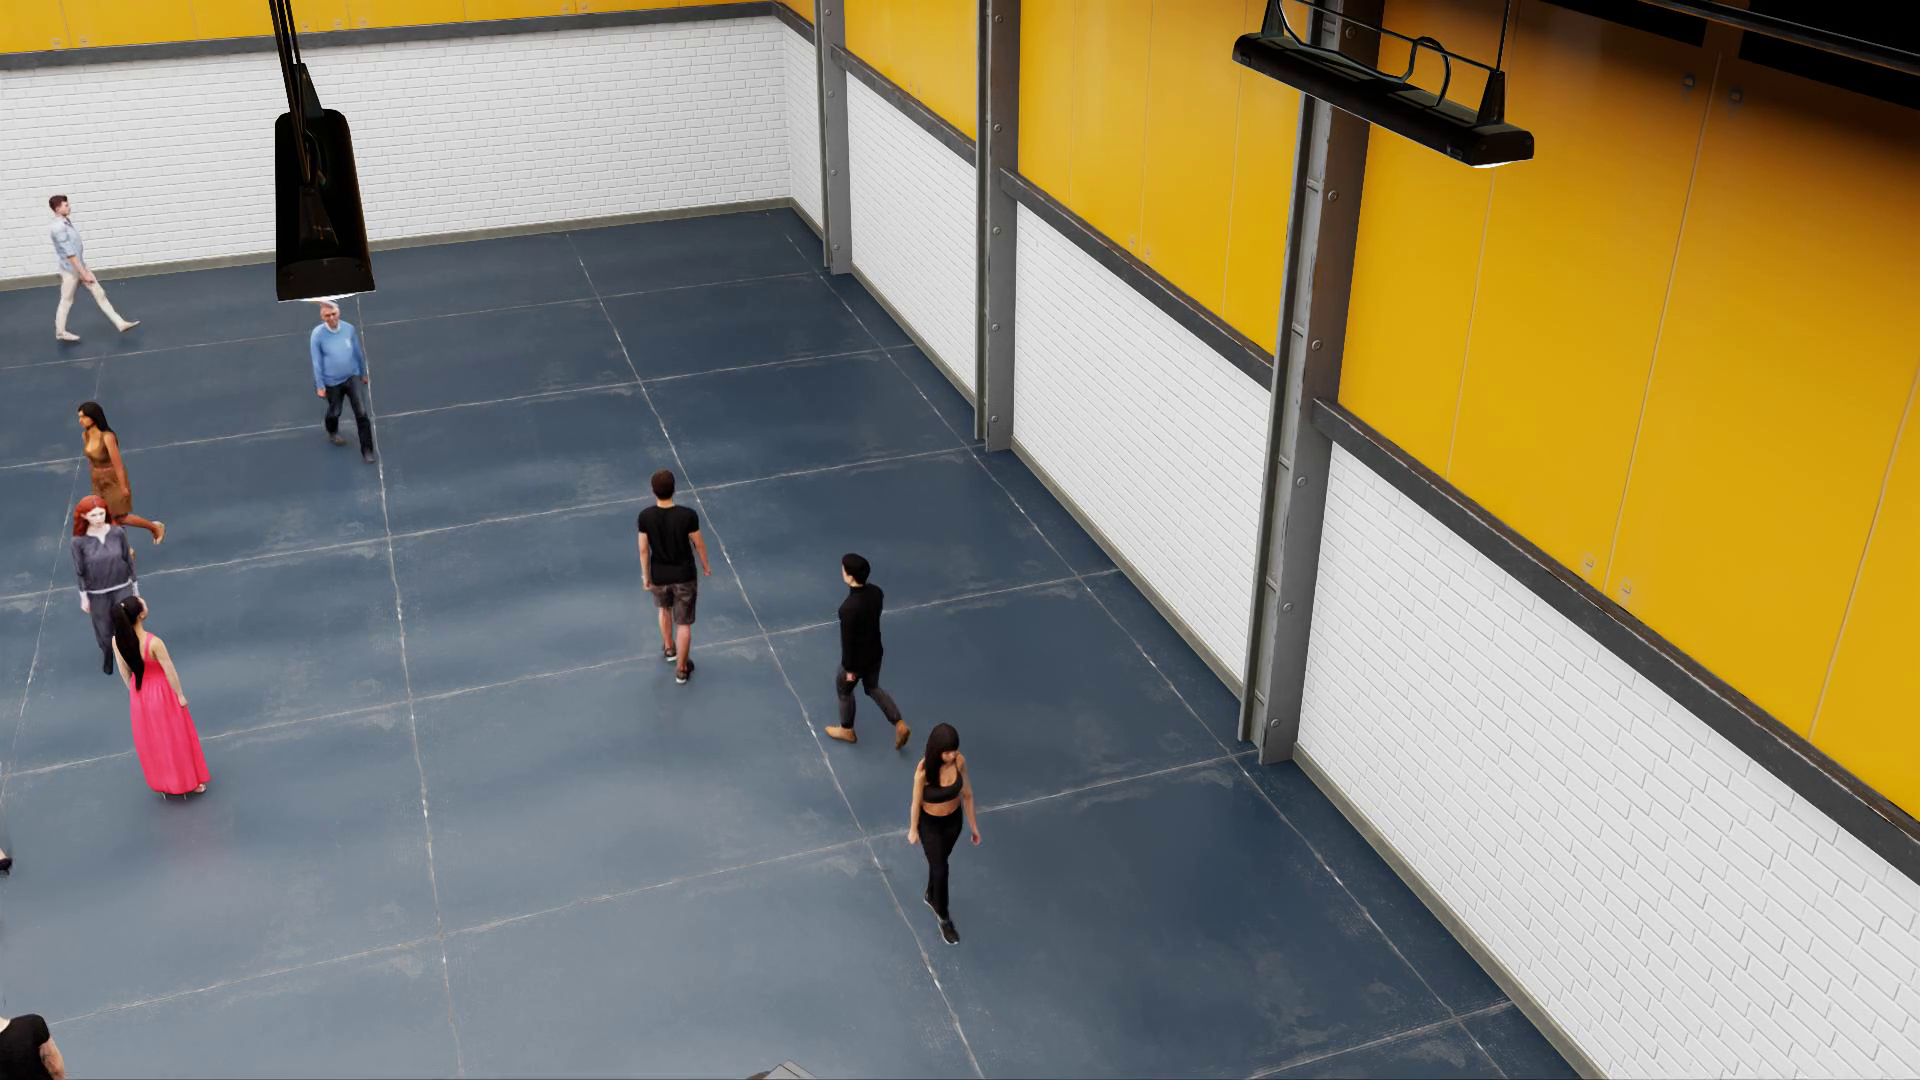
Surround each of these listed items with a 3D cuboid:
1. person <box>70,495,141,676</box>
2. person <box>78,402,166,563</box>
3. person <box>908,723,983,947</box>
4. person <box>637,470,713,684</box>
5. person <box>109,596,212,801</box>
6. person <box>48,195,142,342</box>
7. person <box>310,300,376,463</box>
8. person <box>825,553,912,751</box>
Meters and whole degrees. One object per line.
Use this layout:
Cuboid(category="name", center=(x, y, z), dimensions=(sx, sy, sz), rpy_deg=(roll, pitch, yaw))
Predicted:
Cuboid(category="person", center=(-6.943, 0.410, 13.558), dimensions=(0.722, 1.762, 0.795), rpy_deg=(-17, 33, -28))
Cuboid(category="person", center=(-7.769, -0.530, 15.370), dimensions=(0.814, 1.676, 0.857), rpy_deg=(16, 33, 27))
Cuboid(category="person", center=(-0.175, 1.846, 11.070), dimensions=(0.665, 1.624, 0.822), rpy_deg=(-17, 33, -28))
Cuboid(category="person", center=(-2.360, 0.340, 13.604), dimensions=(0.865, 1.840, 0.970), rpy_deg=(2, 29, 3))
Cuboid(category="person", center=(-5.911, 1.164, 12.213), dimensions=(0.710, 1.726, 0.727), rpy_deg=(5, 29, 8))
Cuboid(category="person", center=(-10.882, -3.256, 20.241), dimensions=(0.867, 1.798, 1.199), rpy_deg=(-5, 29, -9))
Cuboid(category="person", center=(-6.532, -1.723, 17.455), dimensions=(0.930, 1.775, 1.251), rpy_deg=(-21, 35, -34))
Cuboid(category="person", center=(-0.700, 0.885, 12.751), dimensions=(1.098, 1.701, 0.948), rpy_deg=(20, 34, 32))
